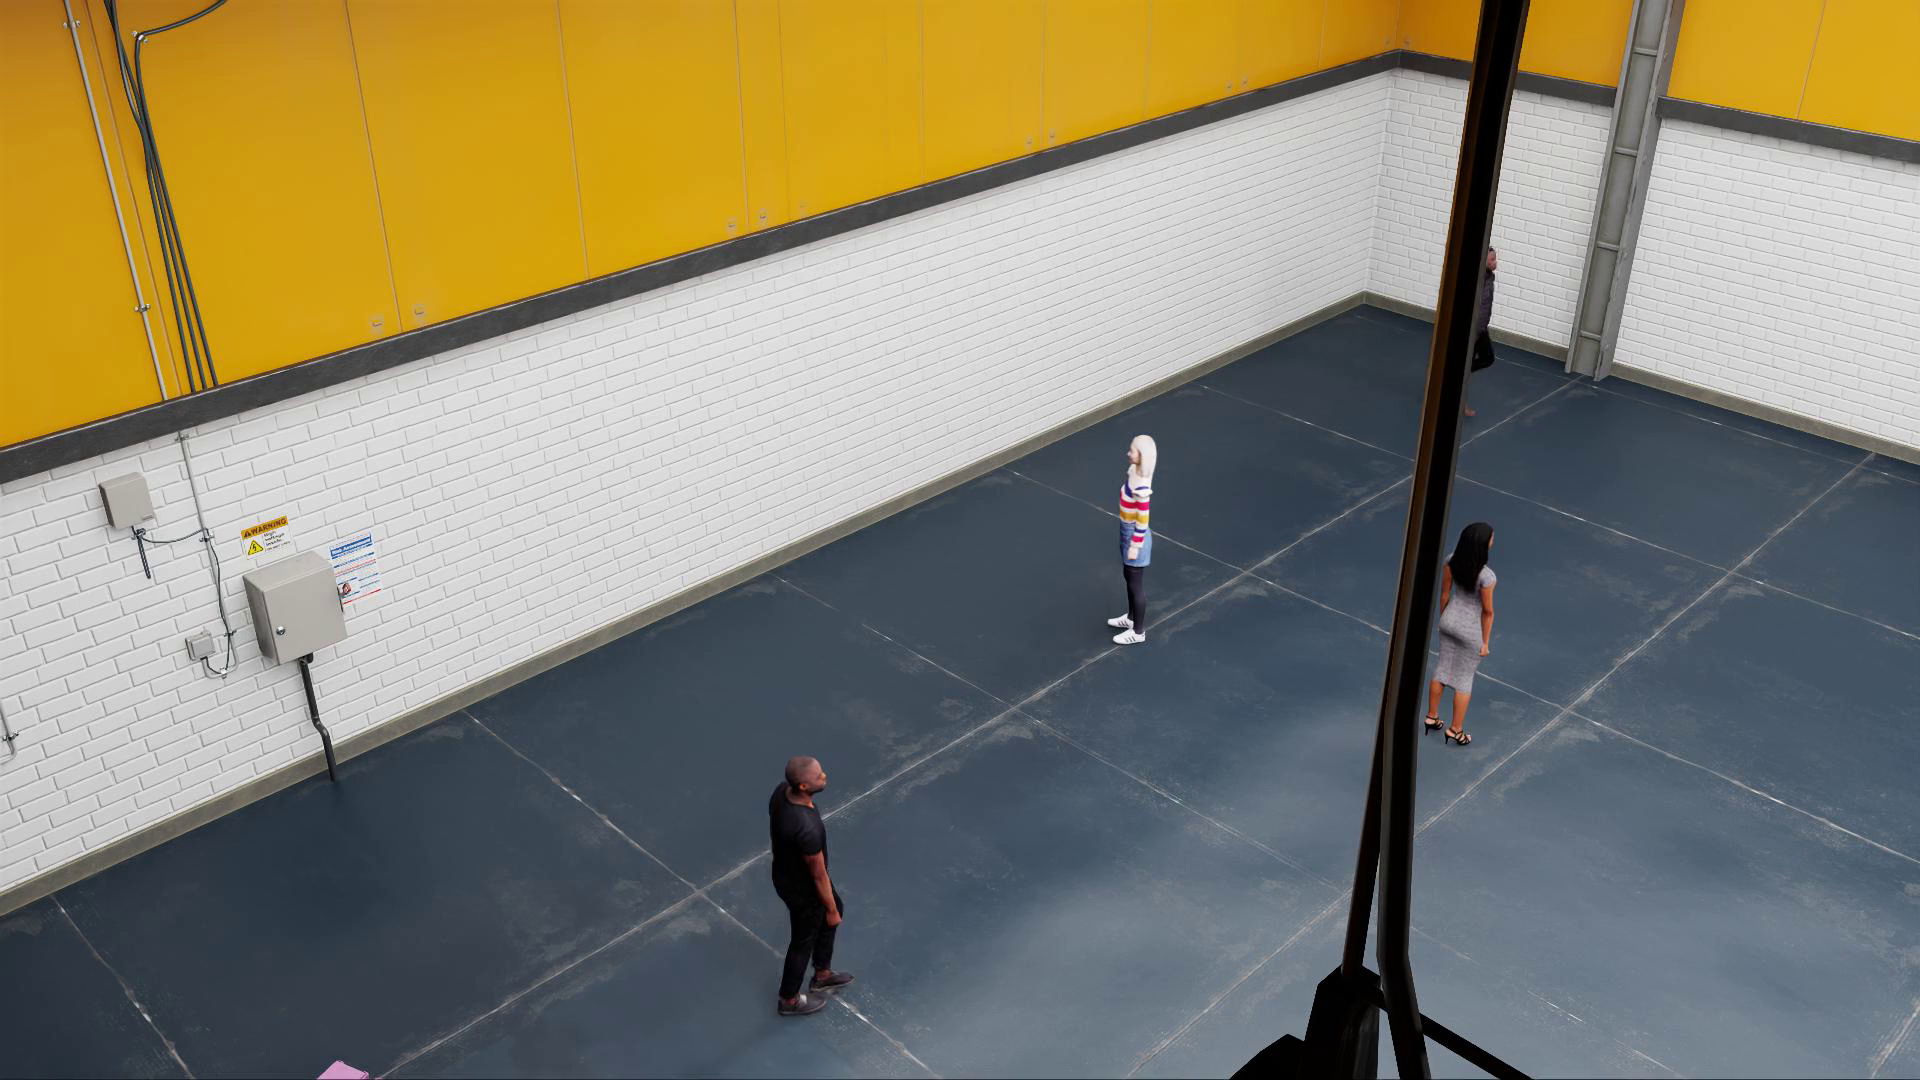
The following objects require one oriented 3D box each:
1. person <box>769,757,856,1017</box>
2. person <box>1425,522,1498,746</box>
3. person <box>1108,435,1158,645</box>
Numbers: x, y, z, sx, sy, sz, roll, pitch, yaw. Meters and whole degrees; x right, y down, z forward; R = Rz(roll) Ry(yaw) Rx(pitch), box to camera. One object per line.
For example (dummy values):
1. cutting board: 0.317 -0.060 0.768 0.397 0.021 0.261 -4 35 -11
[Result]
1. person: -0.977 2.003 9.495 0.888 1.804 0.820 -9 30 -15
2. person: 3.607 0.670 11.964 0.688 1.781 0.528 -18 33 -30
3. person: 1.395 -0.015 13.191 0.772 1.808 0.702 -1 29 -2
